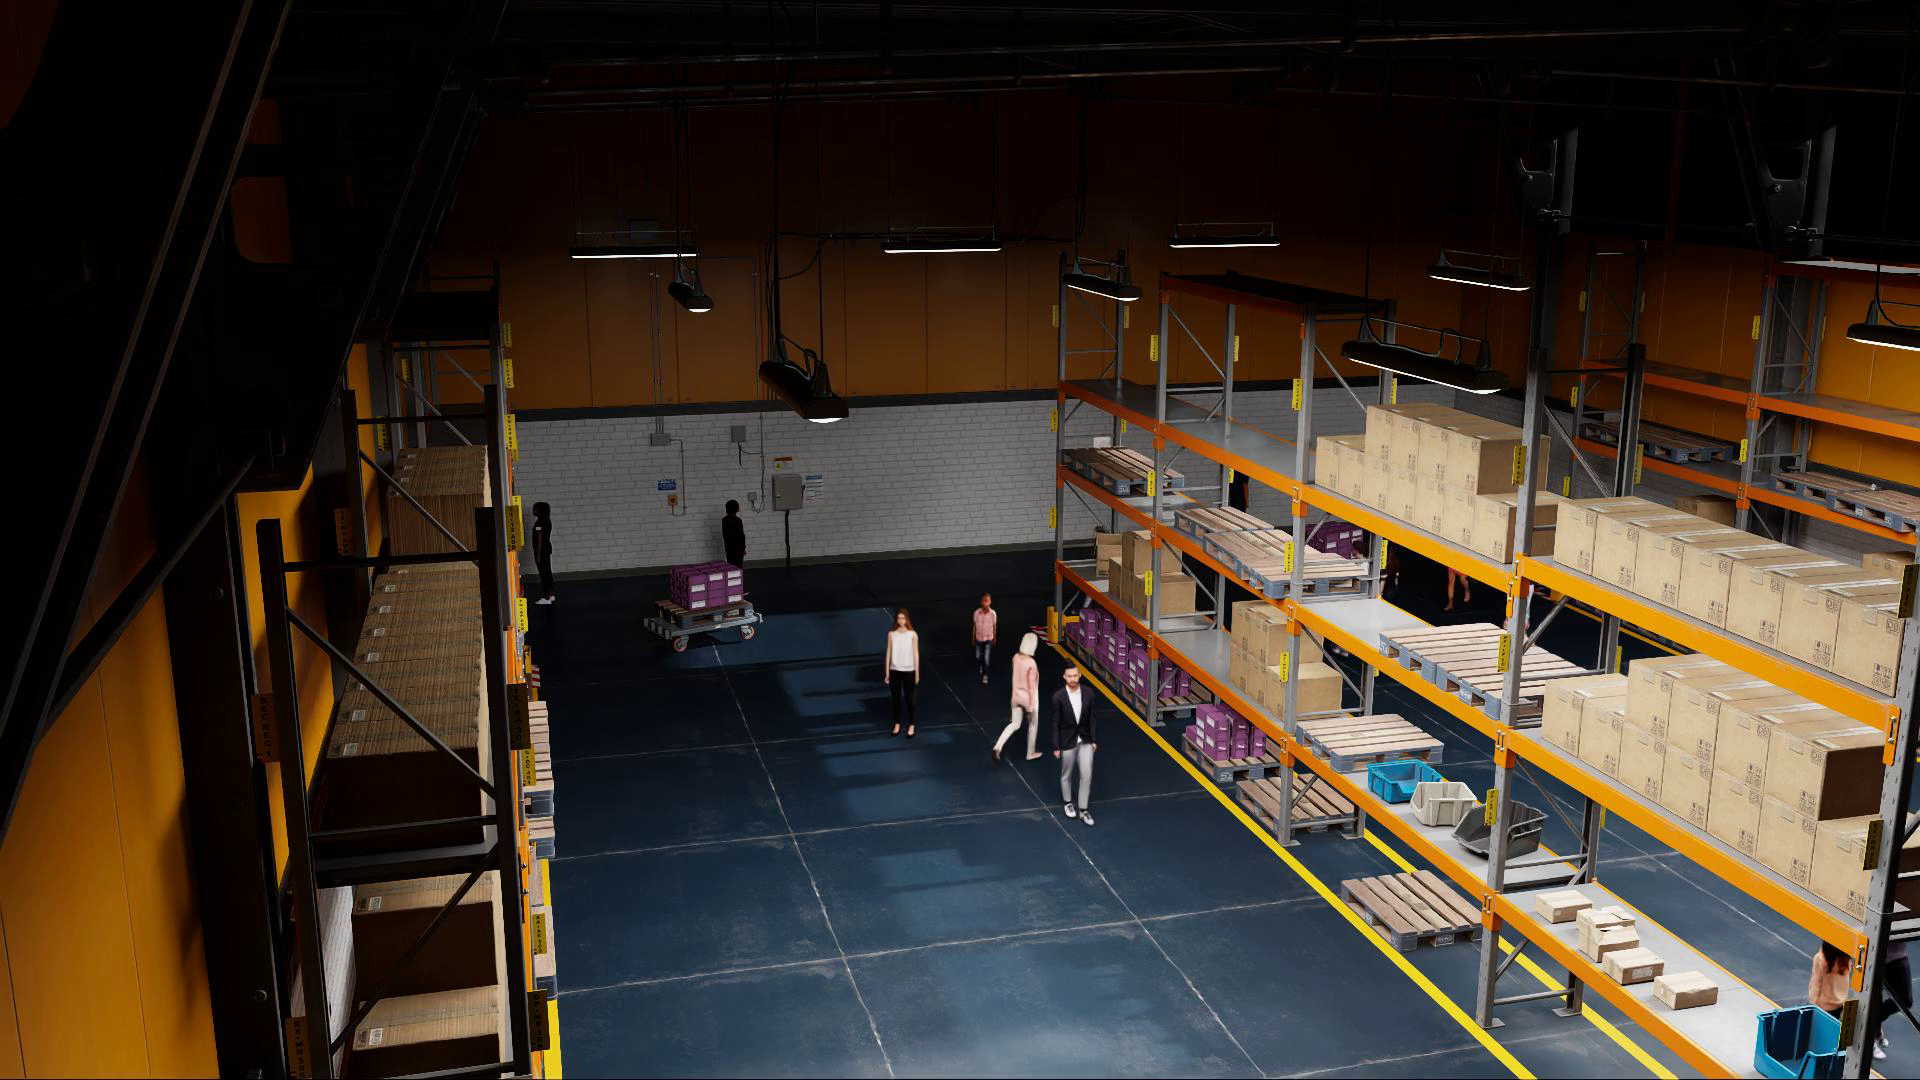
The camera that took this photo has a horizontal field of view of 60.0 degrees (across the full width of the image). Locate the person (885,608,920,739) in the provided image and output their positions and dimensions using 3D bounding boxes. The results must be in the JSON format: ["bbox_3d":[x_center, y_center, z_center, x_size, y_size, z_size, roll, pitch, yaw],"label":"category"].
[{"bbox_3d":[-0.760,1.709,21.703,0.678,1.720,0.694,4,14,15],"label":"person"}]

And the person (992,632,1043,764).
[{"bbox_3d":[0.735,1.992,20.584,0.979,1.697,1.057,-12,18,-41],"label":"person"}]

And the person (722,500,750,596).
[{"bbox_3d":[-3.846,0.126,28.338,0.678,1.675,0.738,8,16,29],"label":"person"}]

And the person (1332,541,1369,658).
[{"bbox_3d":[6.013,0.947,24.654,0.909,1.812,1.277,-9,16,-32],"label":"person"}]

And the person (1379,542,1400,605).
[{"bbox_3d":[6.602,0.843,25.479,0.846,1.626,0.971,-13,19,-43],"label":"person"}]

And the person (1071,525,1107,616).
[{"bbox_3d":[2.328,0.544,26.832,0.779,1.572,0.915,0,14,-2],"label":"person"}]

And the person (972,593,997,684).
[{"bbox_3d":[0.358,1.383,23.959,0.705,1.292,0.887,2,14,7],"label":"person"}]

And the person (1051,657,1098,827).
[{"bbox_3d":[1.277,2.247,19.041,0.759,1.929,0.882,-2,14,-9],"label":"person"}]

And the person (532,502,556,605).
[{"bbox_3d":[-6.997,0.207,27.887,0.753,1.730,0.620,2,14,6],"label":"person"}]
